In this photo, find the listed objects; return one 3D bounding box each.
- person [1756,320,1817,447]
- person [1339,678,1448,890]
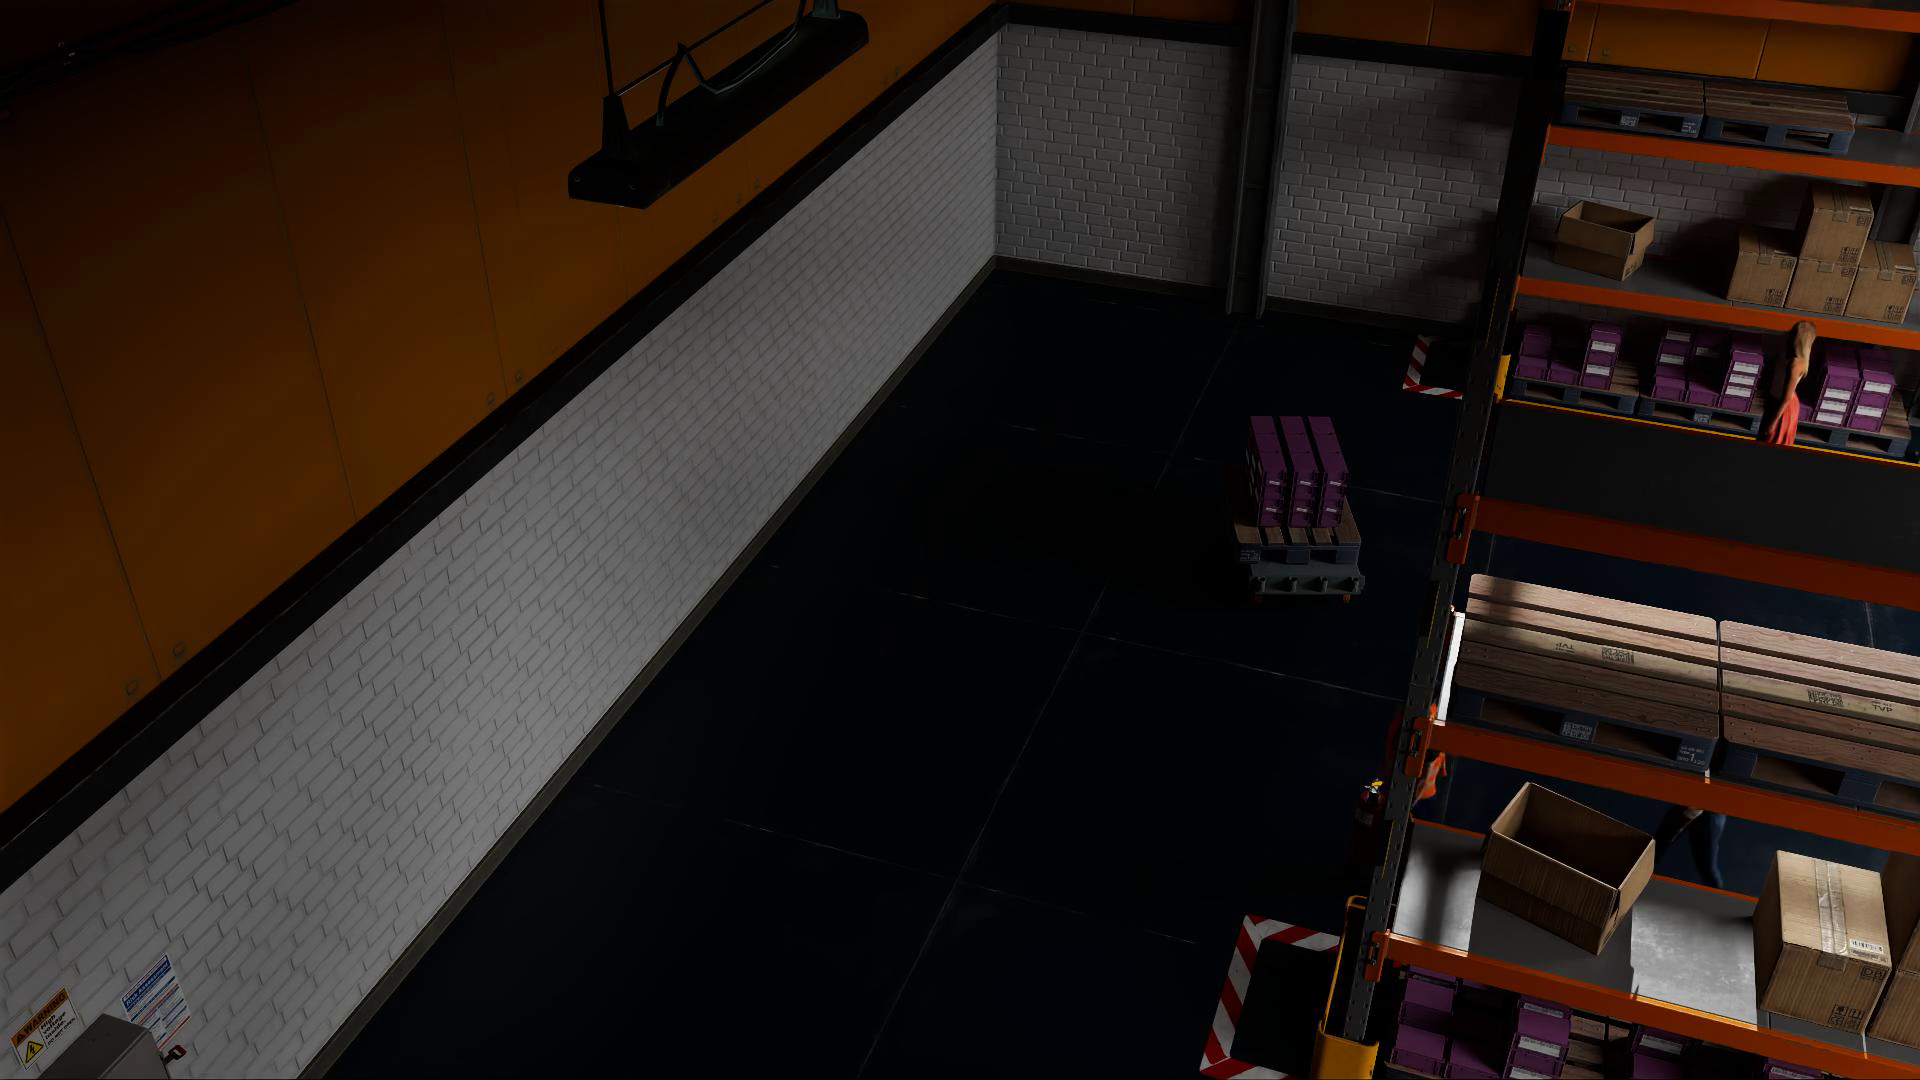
[{"bbox_3d":[7.213,-1.111,14.623,0.597,1.802,0.636,14,36,20],"label":"person"},{"bbox_3d":[2.943,1.558,10.561,0.894,1.853,0.852,0,34,0],"label":"person"}]
